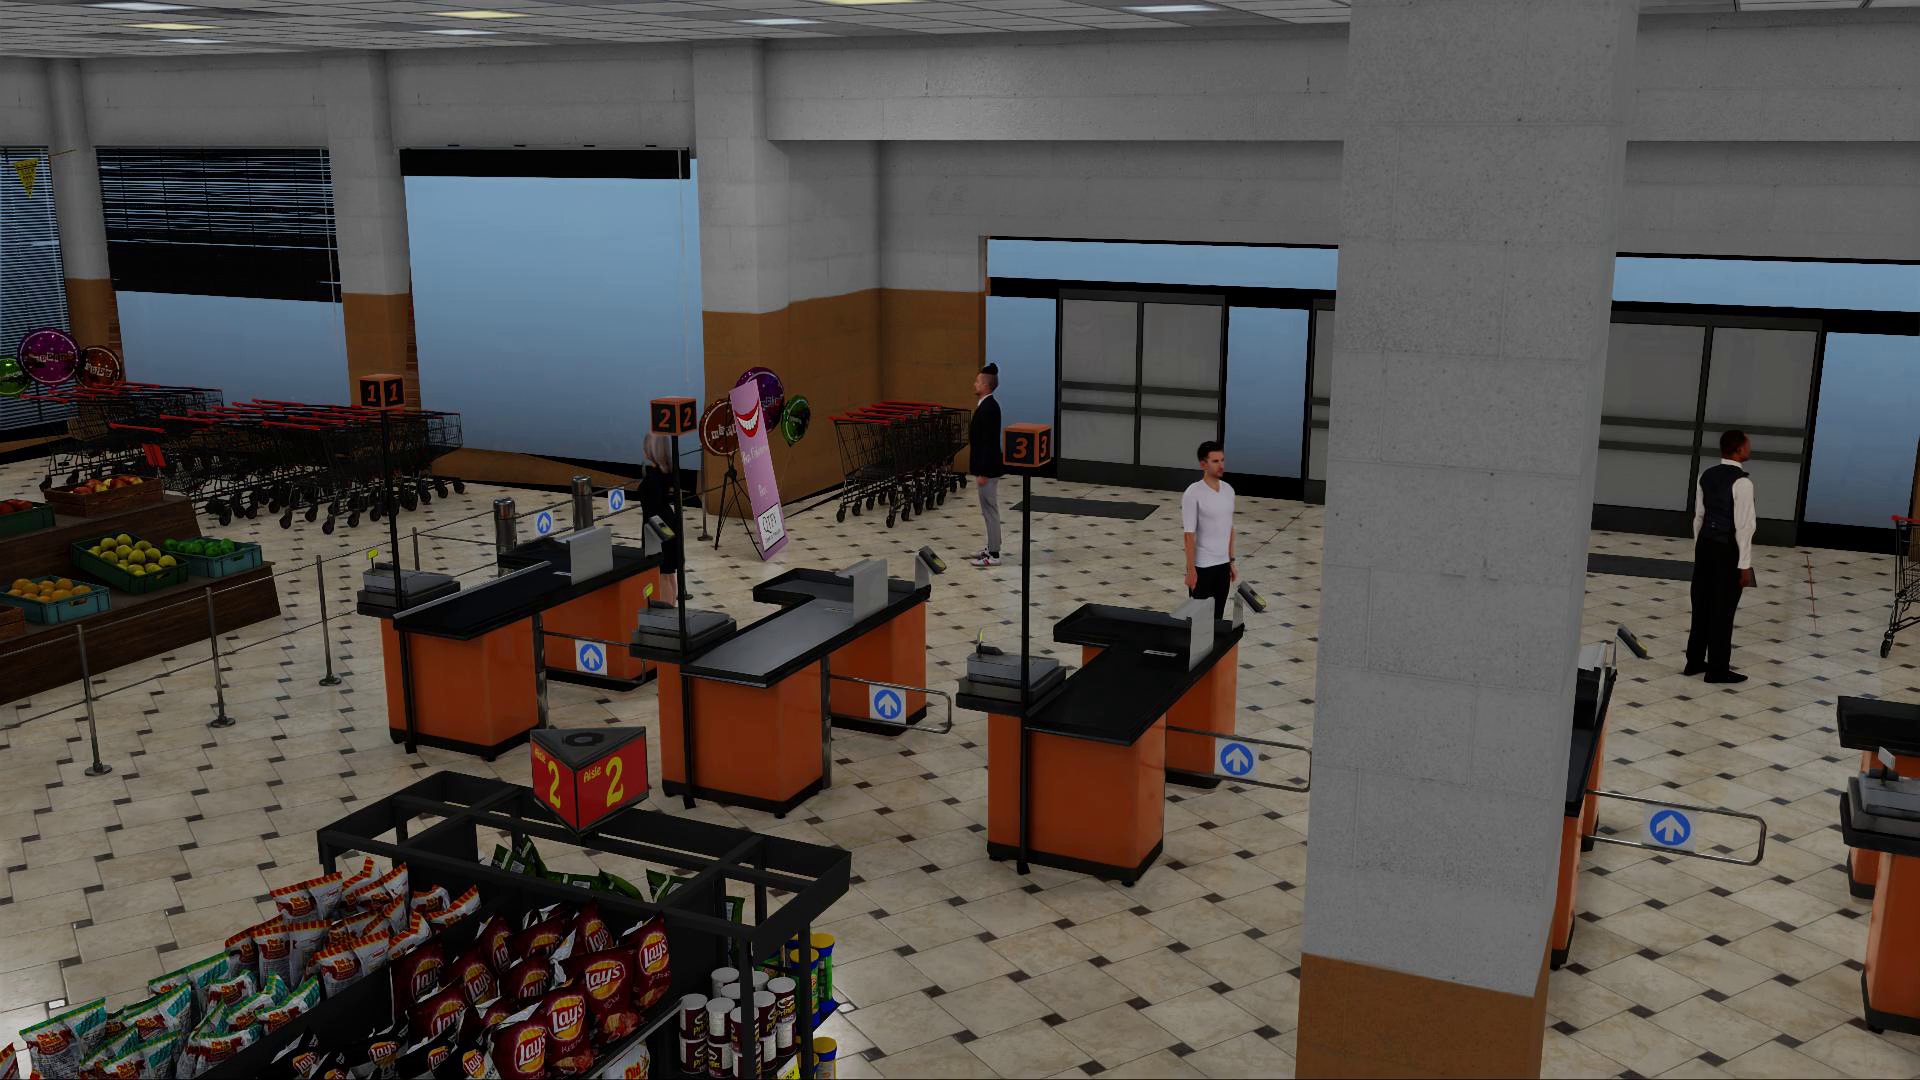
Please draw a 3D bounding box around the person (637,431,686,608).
[{"bbox_3d":[-2.443,-0.035,13.538,0.738,1.747,0.623,1,14,3],"label":"person"}]

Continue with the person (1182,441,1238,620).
[{"bbox_3d":[1.860,0.171,12.467,0.674,1.852,0.809,-11,17,-37],"label":"person"}]

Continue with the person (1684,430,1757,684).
[{"bbox_3d":[5.746,0.114,12.562,0.832,1.918,0.763,-4,14,-17],"label":"person"}]

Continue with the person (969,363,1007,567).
[{"bbox_3d":[0.268,-0.730,15.976,0.851,1.949,0.683,0,14,2],"label":"person"}]
